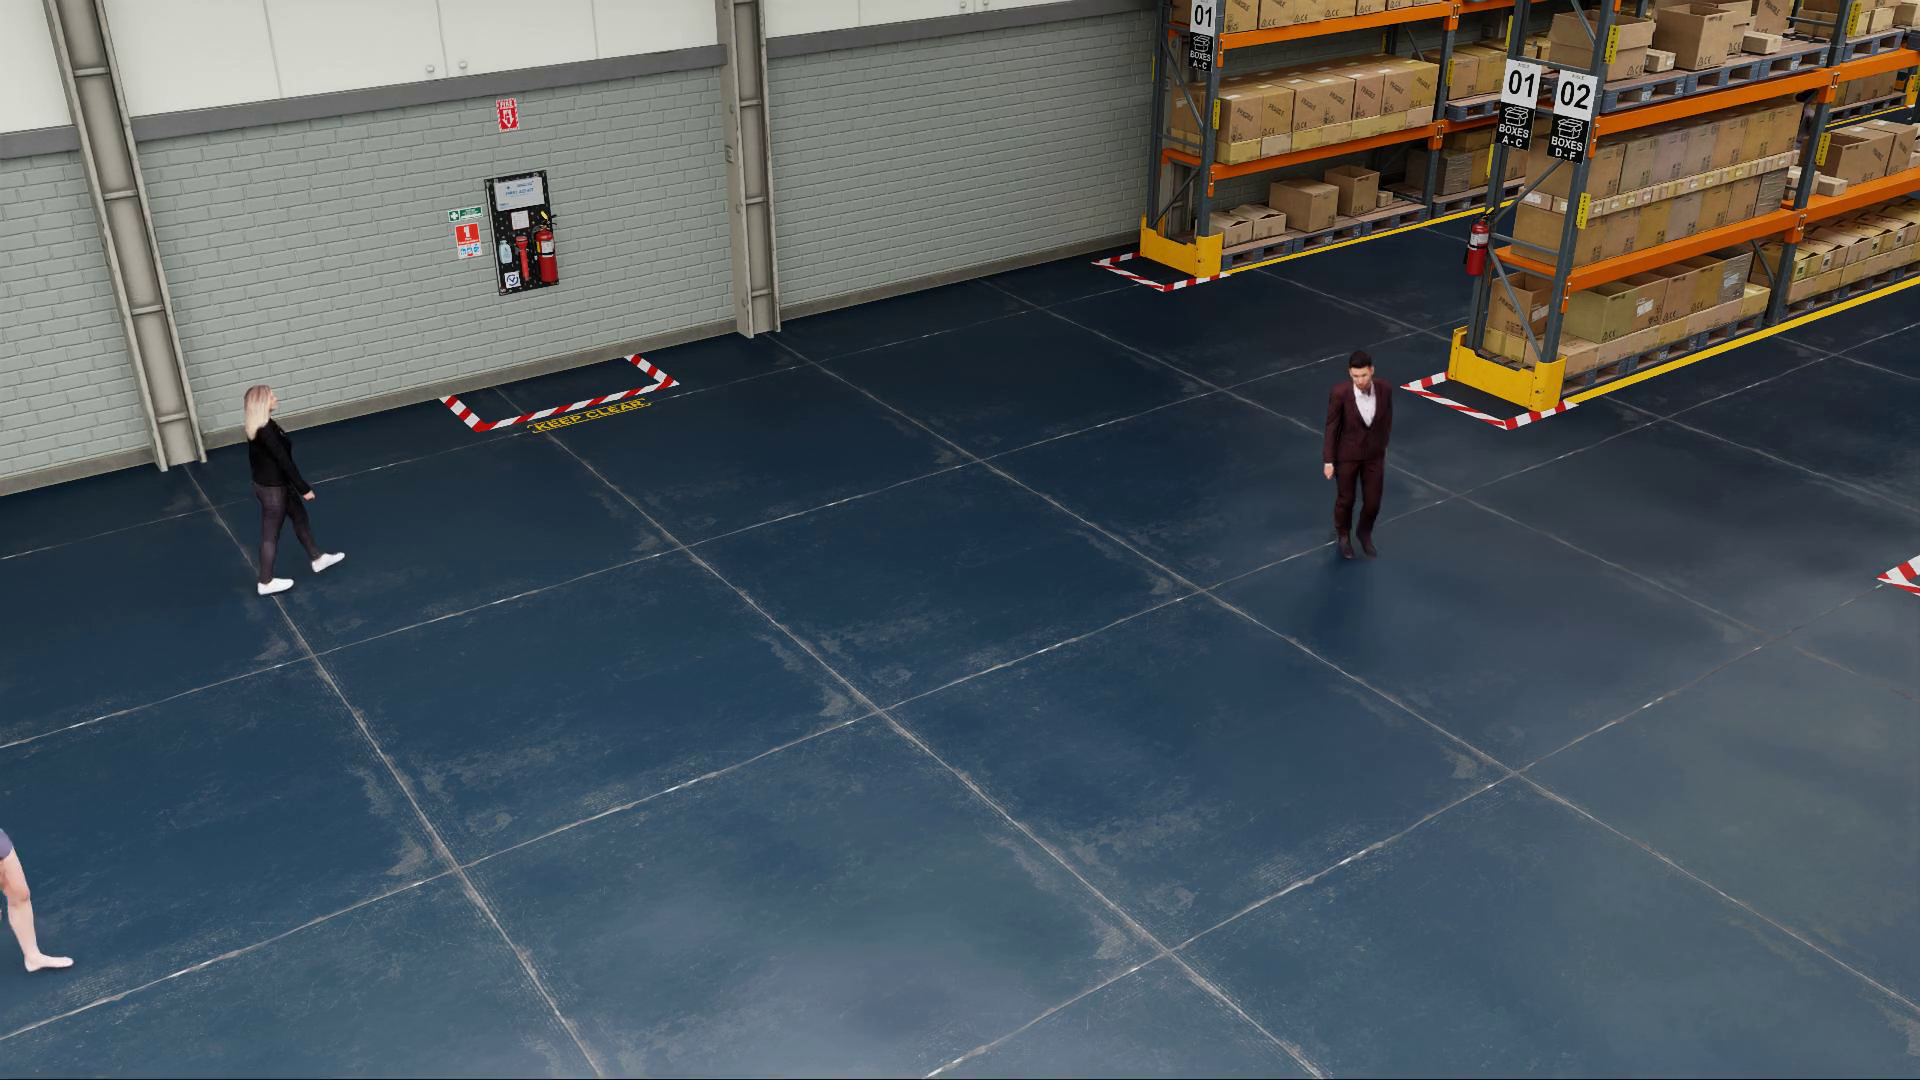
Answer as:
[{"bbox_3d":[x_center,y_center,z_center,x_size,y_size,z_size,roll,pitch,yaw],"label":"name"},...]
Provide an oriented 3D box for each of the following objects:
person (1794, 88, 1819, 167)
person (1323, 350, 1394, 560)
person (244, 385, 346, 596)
[{"bbox_3d":[11.008,-5.112,21.890,0.691,1.678,0.693,-7,28,-13],"label":"person"},{"bbox_3d":[3.154,-0.699,13.168,0.879,1.817,0.951,-3,27,-7],"label":"person"},{"bbox_3d":[-5.317,-0.347,12.656,0.921,1.659,0.615,-17,32,-29],"label":"person"}]
